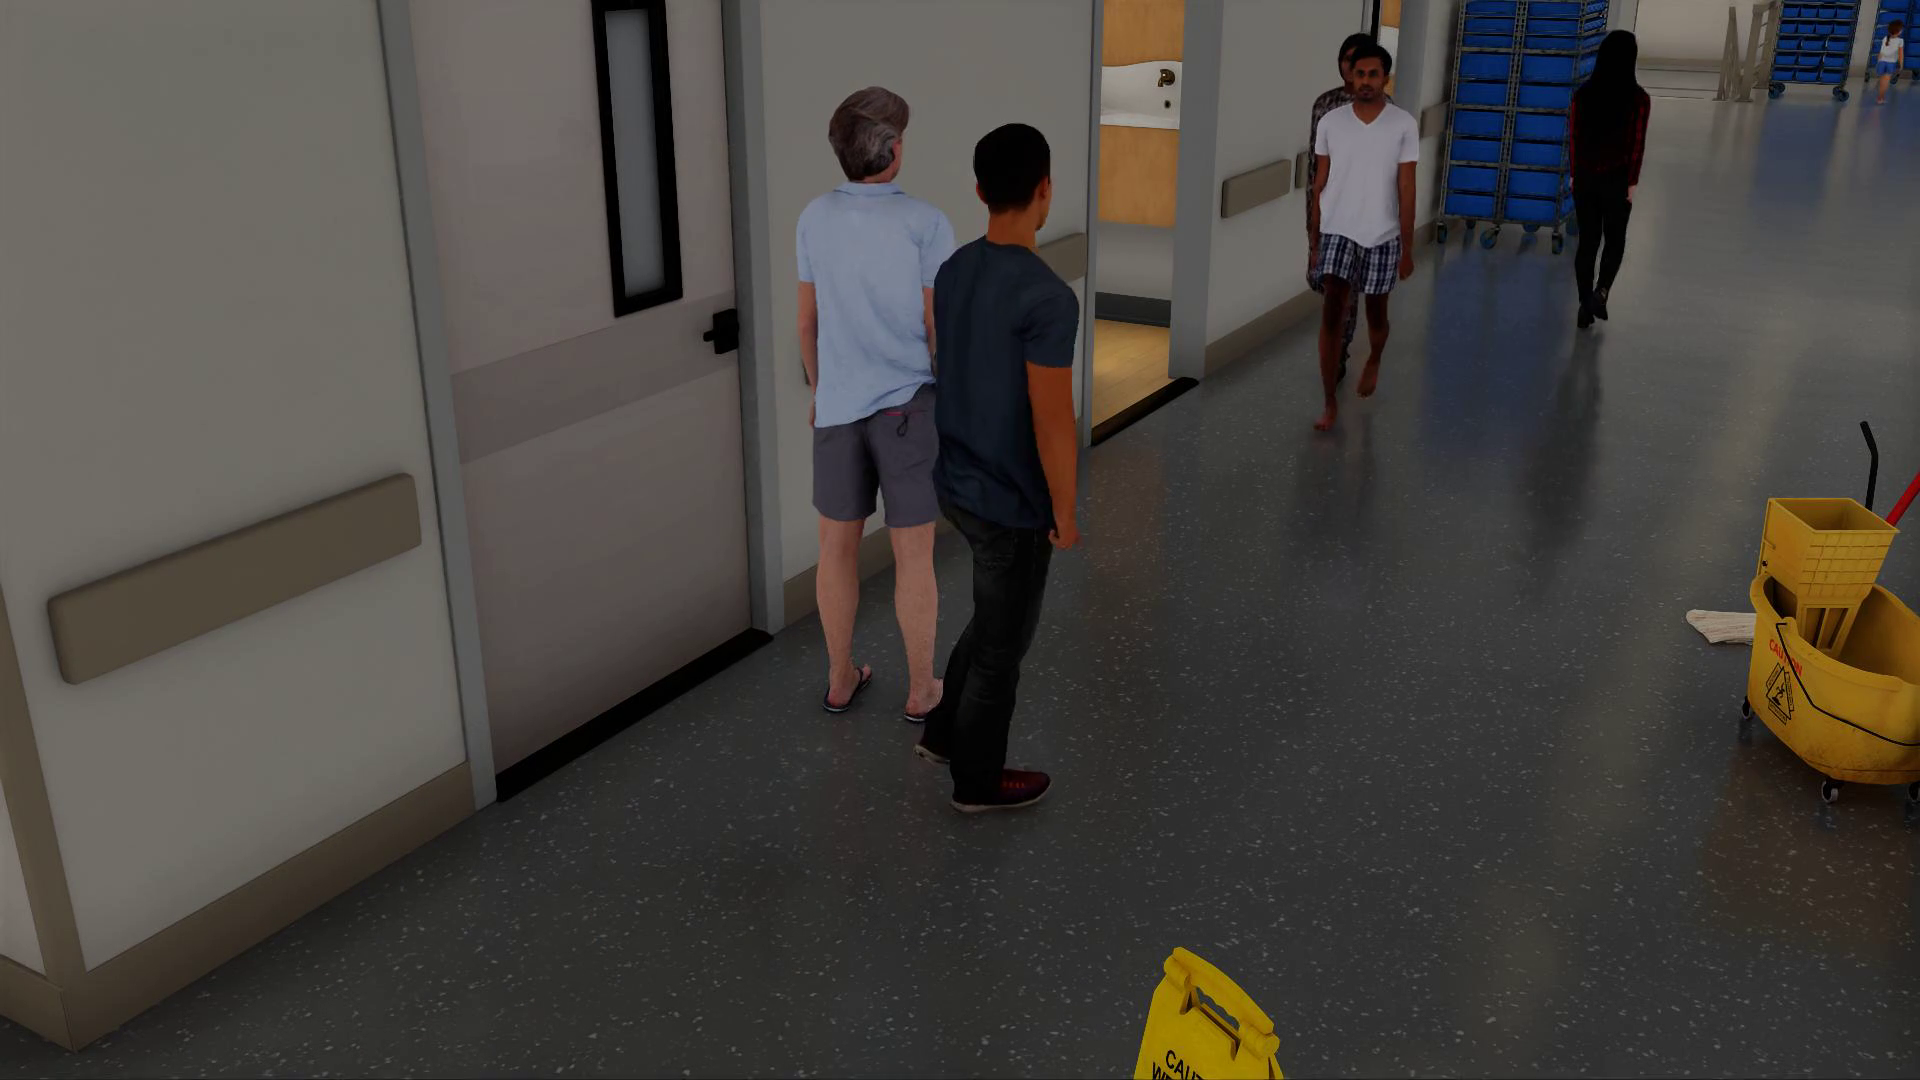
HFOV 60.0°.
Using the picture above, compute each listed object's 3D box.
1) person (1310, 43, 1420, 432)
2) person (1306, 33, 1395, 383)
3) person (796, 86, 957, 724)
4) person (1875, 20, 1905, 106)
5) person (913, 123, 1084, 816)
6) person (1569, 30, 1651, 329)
[{"bbox_3d":[1.877,-1.398,7.704,0.745,1.696,1.114,8,22,20],"label":"person"},{"bbox_3d":[1.976,-1.671,8.421,0.587,1.699,0.887,10,23,25],"label":"person"},{"bbox_3d":[-0.245,-0.360,4.774,0.678,1.831,0.614,8,22,19],"label":"person"},{"bbox_3d":[11.449,-5.899,20.556,0.630,1.010,0.545,-13,25,-32],"label":"person"},{"bbox_3d":[0.024,-0.104,4.157,0.823,1.788,0.795,-11,24,-27],"label":"person"},{"bbox_3d":[3.594,-2.001,9.372,0.582,1.642,0.543,13,24,31],"label":"person"}]
